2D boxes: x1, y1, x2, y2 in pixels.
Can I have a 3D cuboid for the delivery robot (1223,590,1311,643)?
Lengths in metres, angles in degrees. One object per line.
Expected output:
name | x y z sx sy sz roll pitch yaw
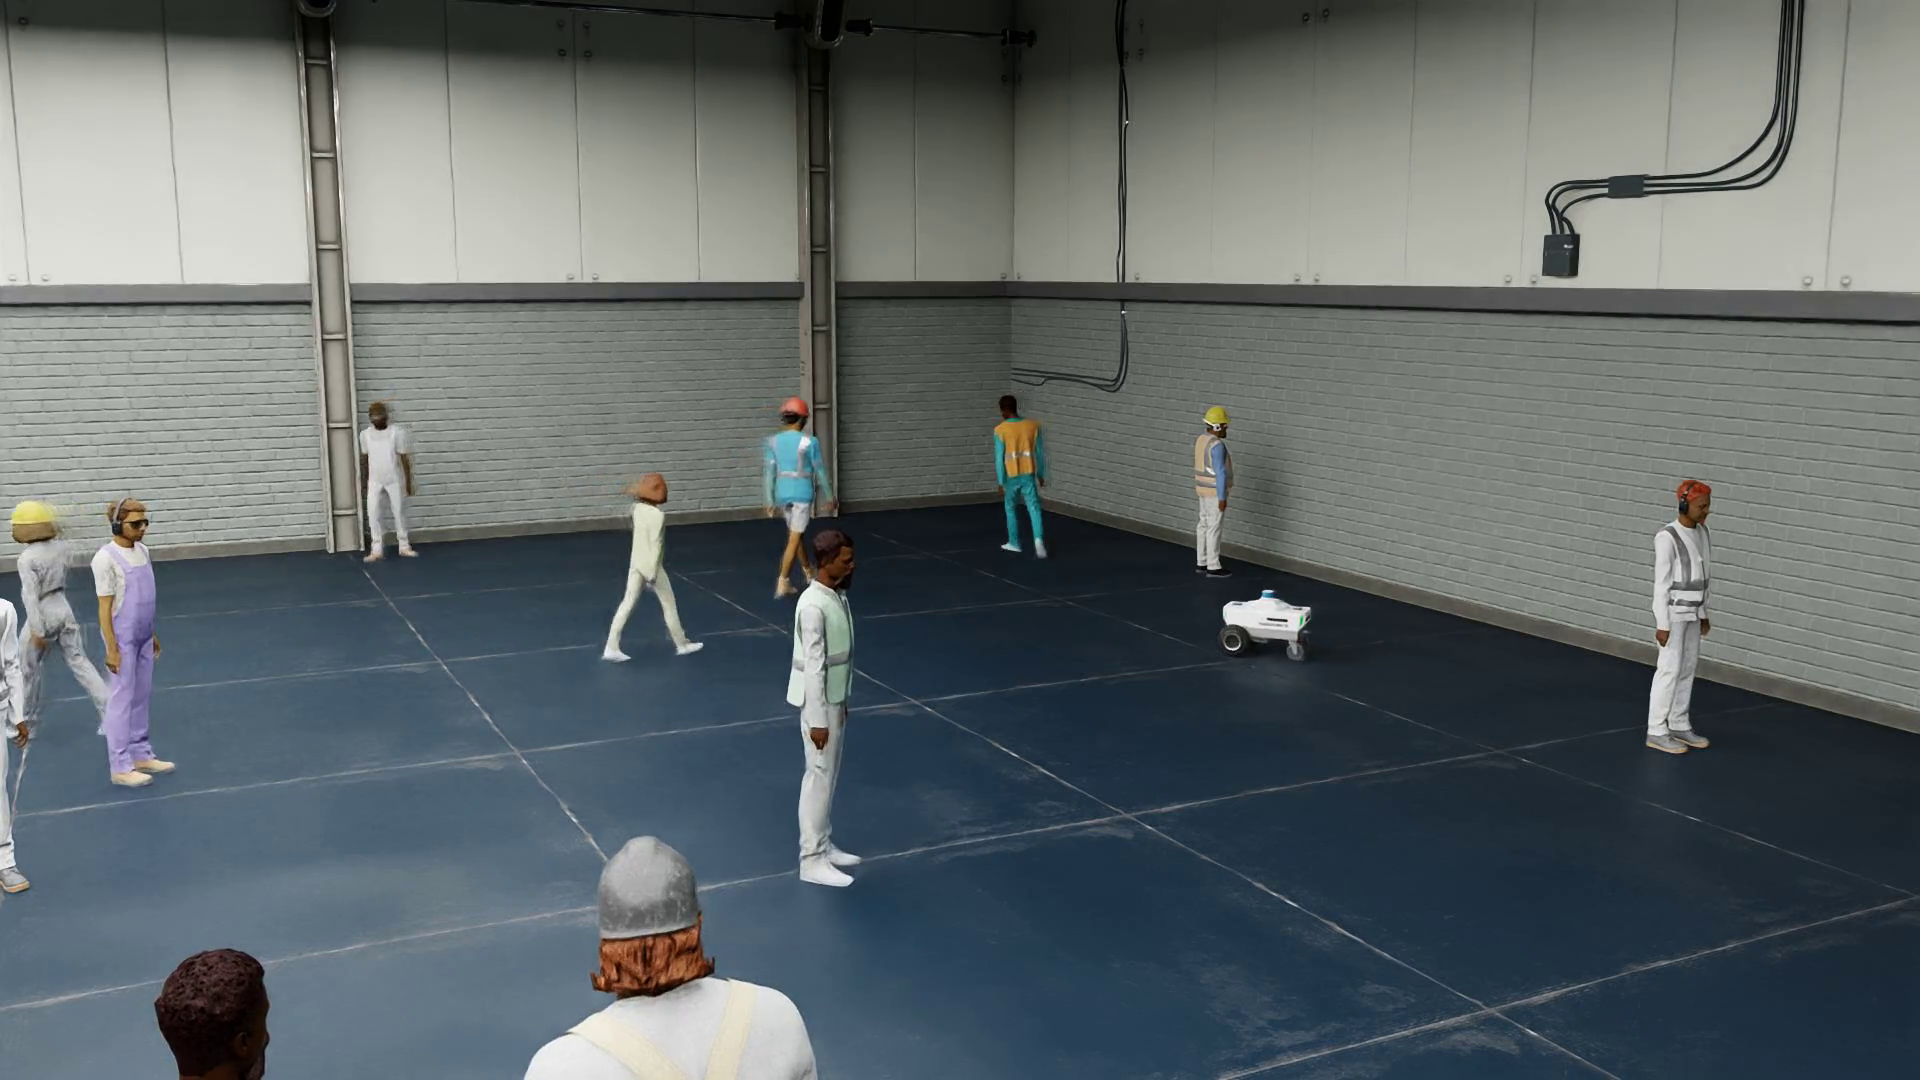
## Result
delivery robot | 2.622 0.669 14.187 0.707 0.478 0.477 4 10 23

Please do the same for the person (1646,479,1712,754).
person | 4.923 0.519 11.347 0.584 1.878 0.369 -8 12 -39

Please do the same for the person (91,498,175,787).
person | -5.314 0.645 10.661 0.326 1.842 0.517 1 9 4

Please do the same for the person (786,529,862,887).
person | -0.736 0.885 8.961 0.373 1.914 0.596 1 9 6

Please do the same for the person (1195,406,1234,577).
person | 2.733 -0.518 17.860 0.404 1.831 0.600 -2 10 -14

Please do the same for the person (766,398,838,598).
person | -1.609 -0.442 16.913 0.622 1.988 1.019 6 11 31

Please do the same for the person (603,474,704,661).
person | -2.625 0.232 14.015 0.893 1.582 0.504 -8 12 -40

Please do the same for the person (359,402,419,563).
person | -6.487 -0.657 18.837 0.587 1.814 0.567 -1 9 -6

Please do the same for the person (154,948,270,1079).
person | -1.508 1.778 3.451 0.595 1.918 0.386 2 9 11

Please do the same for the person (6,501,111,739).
person | -6.324 0.562 11.609 0.893 1.700 0.494 2 9 9

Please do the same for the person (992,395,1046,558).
person | 0.707 -0.742 19.150 0.672 1.863 0.927 -4 10 -21

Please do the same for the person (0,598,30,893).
person | -5.175 0.949 8.667 0.356 1.883 0.574 8 12 42
